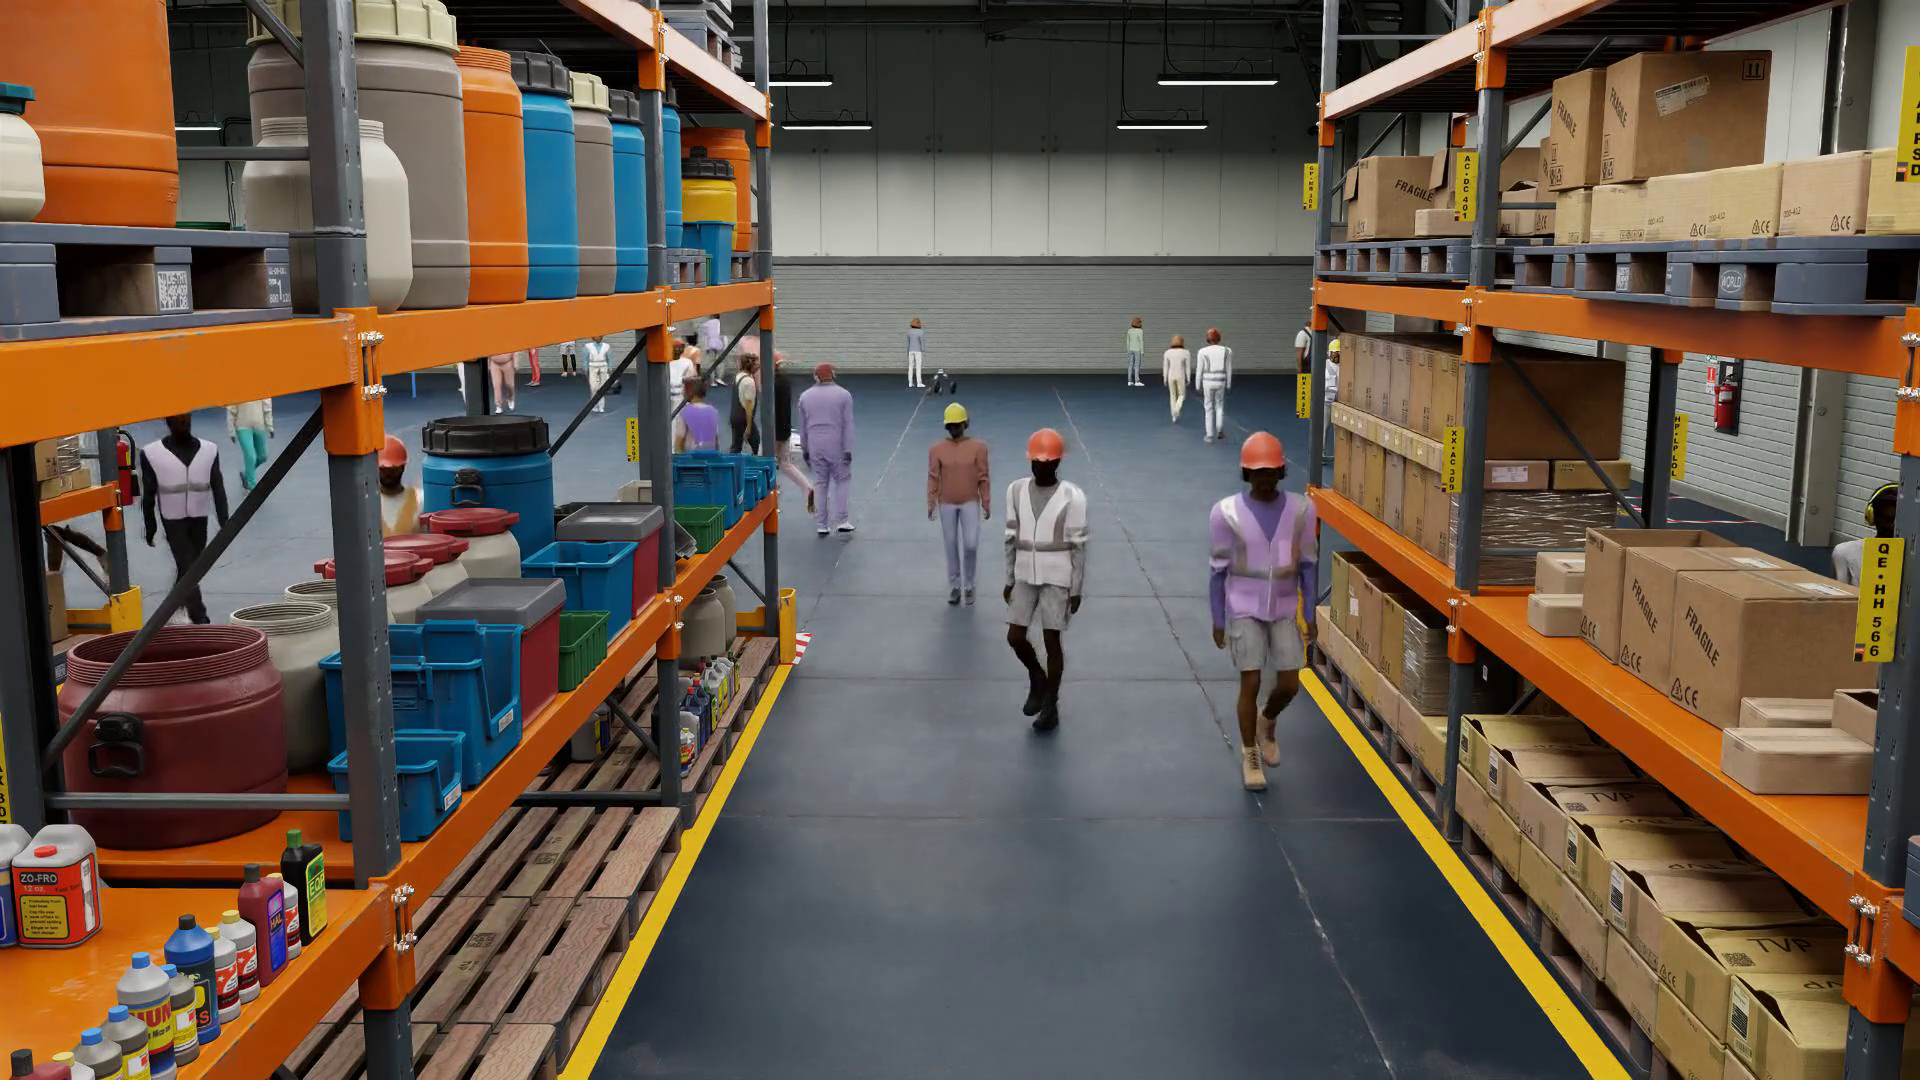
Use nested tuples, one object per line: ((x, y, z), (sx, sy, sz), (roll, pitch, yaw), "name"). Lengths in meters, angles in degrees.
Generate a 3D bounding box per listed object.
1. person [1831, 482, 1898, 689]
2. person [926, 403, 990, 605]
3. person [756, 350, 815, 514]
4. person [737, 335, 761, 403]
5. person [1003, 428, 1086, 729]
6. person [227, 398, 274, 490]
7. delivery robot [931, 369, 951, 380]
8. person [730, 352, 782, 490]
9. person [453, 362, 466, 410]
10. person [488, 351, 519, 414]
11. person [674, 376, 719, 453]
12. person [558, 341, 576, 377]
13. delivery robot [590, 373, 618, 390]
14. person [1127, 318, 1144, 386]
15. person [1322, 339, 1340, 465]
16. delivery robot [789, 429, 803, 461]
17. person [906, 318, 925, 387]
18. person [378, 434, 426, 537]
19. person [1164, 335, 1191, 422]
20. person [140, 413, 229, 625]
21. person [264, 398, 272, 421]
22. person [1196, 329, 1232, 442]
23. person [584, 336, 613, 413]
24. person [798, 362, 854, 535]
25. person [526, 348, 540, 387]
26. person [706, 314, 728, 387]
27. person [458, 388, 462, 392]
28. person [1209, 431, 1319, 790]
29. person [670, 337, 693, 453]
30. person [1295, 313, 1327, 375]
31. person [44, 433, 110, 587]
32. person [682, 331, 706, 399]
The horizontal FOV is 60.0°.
((4.608, 0.636, 8.372), (0.508, 1.865, 0.329), (2, 10, 11), "person")
((-0.025, -0.302, 14.332), (0.548, 1.742, 0.568), (1, 10, 8), "person")
((-2.070, -1.241, 19.315), (0.849, 1.967, 0.625), (4, 10, 24), "person")
((-3.864, -3.213, 31.355), (0.660, 1.885, 0.649), (0, 9, 3), "person")
((0.521, 0.245, 10.535), (0.565, 1.918, 0.402), (5, 10, 25), "person")
((-8.961, -1.404, 20.932), (0.644, 1.745, 0.531), (7, 12, 38), "person")
((-0.428, -3.741, 37.564), (0.335, 0.223, 0.698), (4, 10, 22), "delivery robot")
((-2.648, -1.492, 21.277), (0.881, 1.799, 0.495), (-8, 12, -39), "person")
((-9.972, -3.618, 33.651), (0.611, 1.930, 0.627), (-3, 10, -20), "person")
((-9.022, -3.447, 32.761), (0.653, 1.884, 0.694), (-1, 10, -8), "person")
((-2.596, -0.729, 16.657), (0.700, 1.826, 0.590), (5, 11, 29), "person")
((-10.169, -5.072, 43.050), (0.533, 1.697, 0.319), (-7, 12, -36), "person")
((-7.993, -3.572, 37.330), (0.477, 0.478, 0.707), (3, 10, 19), "delivery robot")
((4.221, -4.518, 39.923), (0.268, 1.632, 0.507), (-8, 12, -40), "person")
((5.478, -2.017, 24.349), (0.600, 1.831, 0.404), (-1, 10, -8), "person")
((-2.413, -1.357, 24.064), (0.707, 0.478, 0.477), (0, 10, -1), "delivery robot")
((-1.055, -4.453, 39.534), (0.502, 1.631, 0.284), (5, 11, 29), "person")
((-3.509, 0.277, 10.391), (0.549, 1.920, 0.720), (-2, 10, -11), "person")
((4.001, -2.983, 30.741), (0.516, 1.619, 0.454), (3, 10, 20), "person")
((-6.207, -0.181, 13.283), (0.988, 1.878, 0.607), (9, 13, 42), "person")
((-13.042, -3.127, 30.779), (0.409, 1.908, 0.639), (5, 11, 27), "person")
((4.175, -2.554, 27.462), (0.600, 1.865, 0.415), (-1, 10, -7), "person")
((-7.075, -3.298, 32.635), (0.540, 1.614, 0.674), (-3, 10, -20), "person")
((-1.460, -0.995, 18.113), (0.666, 1.870, 0.520), (2, 10, 15), "person")
((-10.241, -4.565, 39.803), (0.305, 1.772, 0.525), (-5, 11, -29), "person")
((-5.777, -4.593, 39.572), (0.623, 1.894, 0.532), (4, 10, 22), "person")
((-11.410, -4.258, 38.177), (0.321, 1.696, 0.536), (-1, 10, -6), "person")
((1.708, 0.390, 9.364), (0.630, 2.020, 0.479), (0, 9, -2), "person")
((-4.260, -2.059, 24.517), (0.658, 1.856, 0.495), (-3, 10, -18), "person")
((6.799, -3.404, 32.160), (0.772, 2.000, 0.595), (-7, 12, -35), "person")
((-7.859, -0.481, 14.635), (0.617, 2.013, 0.923), (6, 11, 33), "person")
((-4.941, -3.025, 30.800), (0.369, 1.683, 0.556), (-9, 13, -42), "person")
